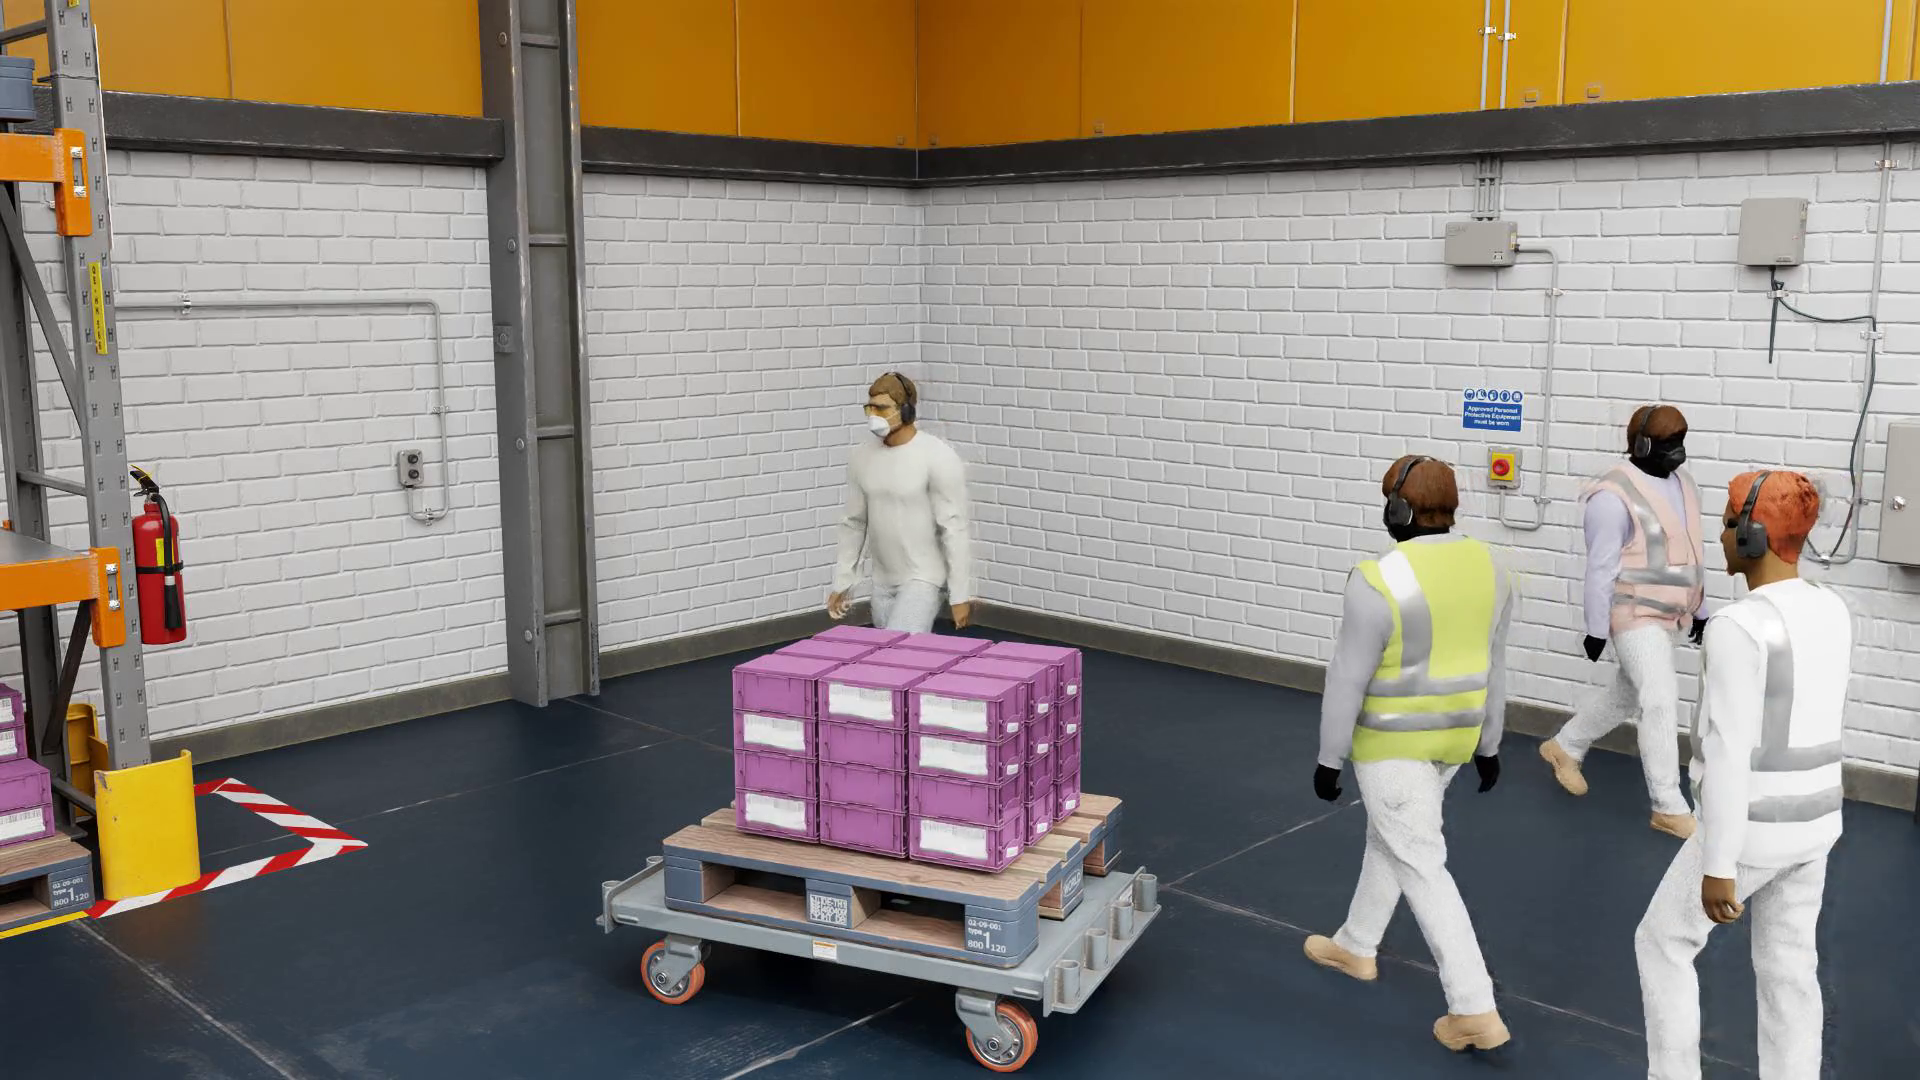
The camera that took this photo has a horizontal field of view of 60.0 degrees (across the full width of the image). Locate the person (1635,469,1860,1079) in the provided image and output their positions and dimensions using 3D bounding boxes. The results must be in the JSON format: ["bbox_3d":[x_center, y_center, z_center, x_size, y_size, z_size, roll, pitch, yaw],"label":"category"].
[{"bbox_3d":[1.998,0.737,4.339,0.594,1.856,0.707,-6,11,-31],"label":"person"}]

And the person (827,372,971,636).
[{"bbox_3d":[-0.300,0.220,7.363,0.733,1.913,0.645,-9,13,-43],"label":"person"}]

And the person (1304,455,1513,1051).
[{"bbox_3d":[1.427,0.632,5.185,0.636,1.800,0.949,-6,11,-32],"label":"person"}]

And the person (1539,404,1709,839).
[{"bbox_3d":[2.886,0.308,7.144,0.620,1.816,0.890,-7,12,-37],"label":"person"}]
